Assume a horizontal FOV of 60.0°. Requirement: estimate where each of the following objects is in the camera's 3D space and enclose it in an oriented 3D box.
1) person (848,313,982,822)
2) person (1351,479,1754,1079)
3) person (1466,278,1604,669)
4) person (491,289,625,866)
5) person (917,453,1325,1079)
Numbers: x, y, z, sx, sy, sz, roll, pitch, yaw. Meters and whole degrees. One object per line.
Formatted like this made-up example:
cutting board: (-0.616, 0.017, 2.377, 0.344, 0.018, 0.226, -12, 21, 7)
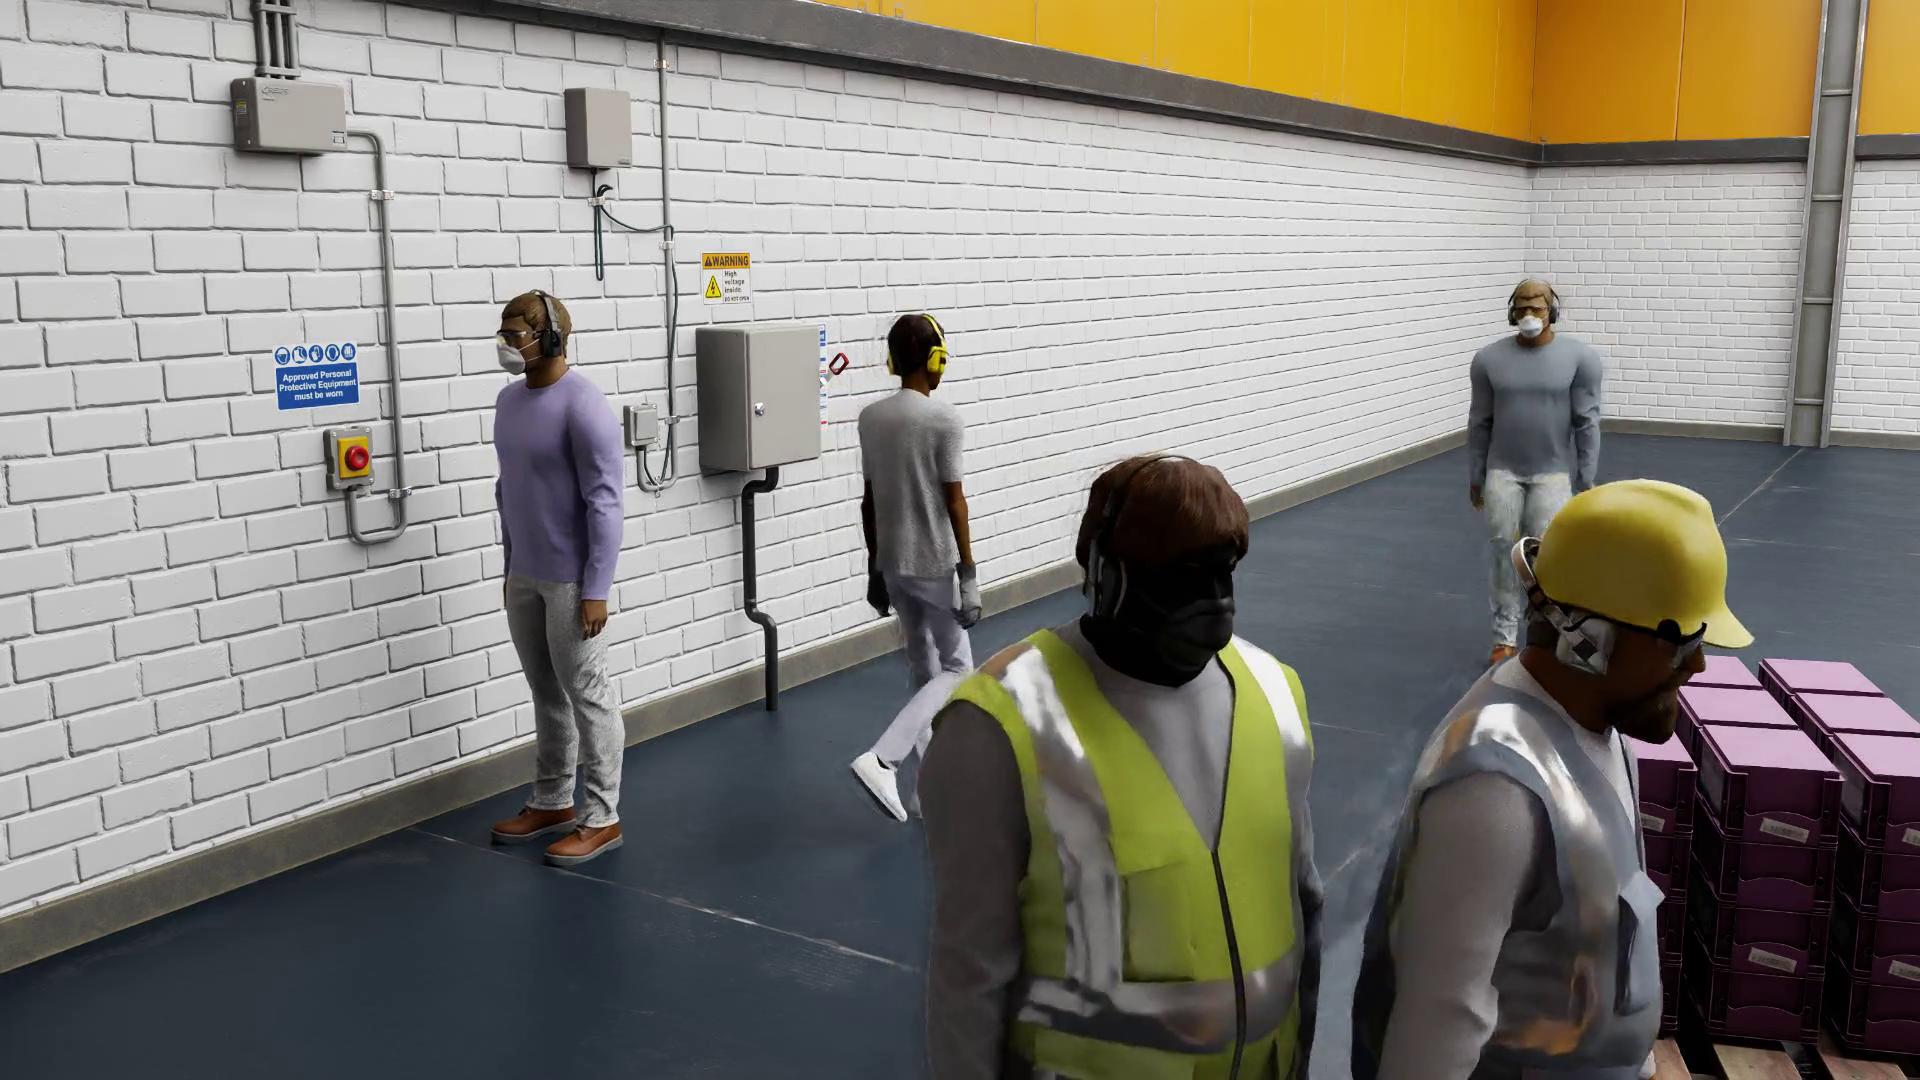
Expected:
person: (-0.184, 0.121, 5.940, 0.530, 1.846, 0.555, -10, 14, -44)
person: (0.816, 0.793, 2.376, 0.727, 1.785, 0.621, 5, 11, 24)
person: (2.809, -0.322, 8.183, 0.643, 1.922, 0.520, 6, 12, 31)
person: (-1.367, 0.128, 5.642, 0.628, 1.939, 0.375, 10, 14, 44)
person: (0.246, 0.779, 2.352, 0.646, 1.823, 0.687, -6, 12, -28)
